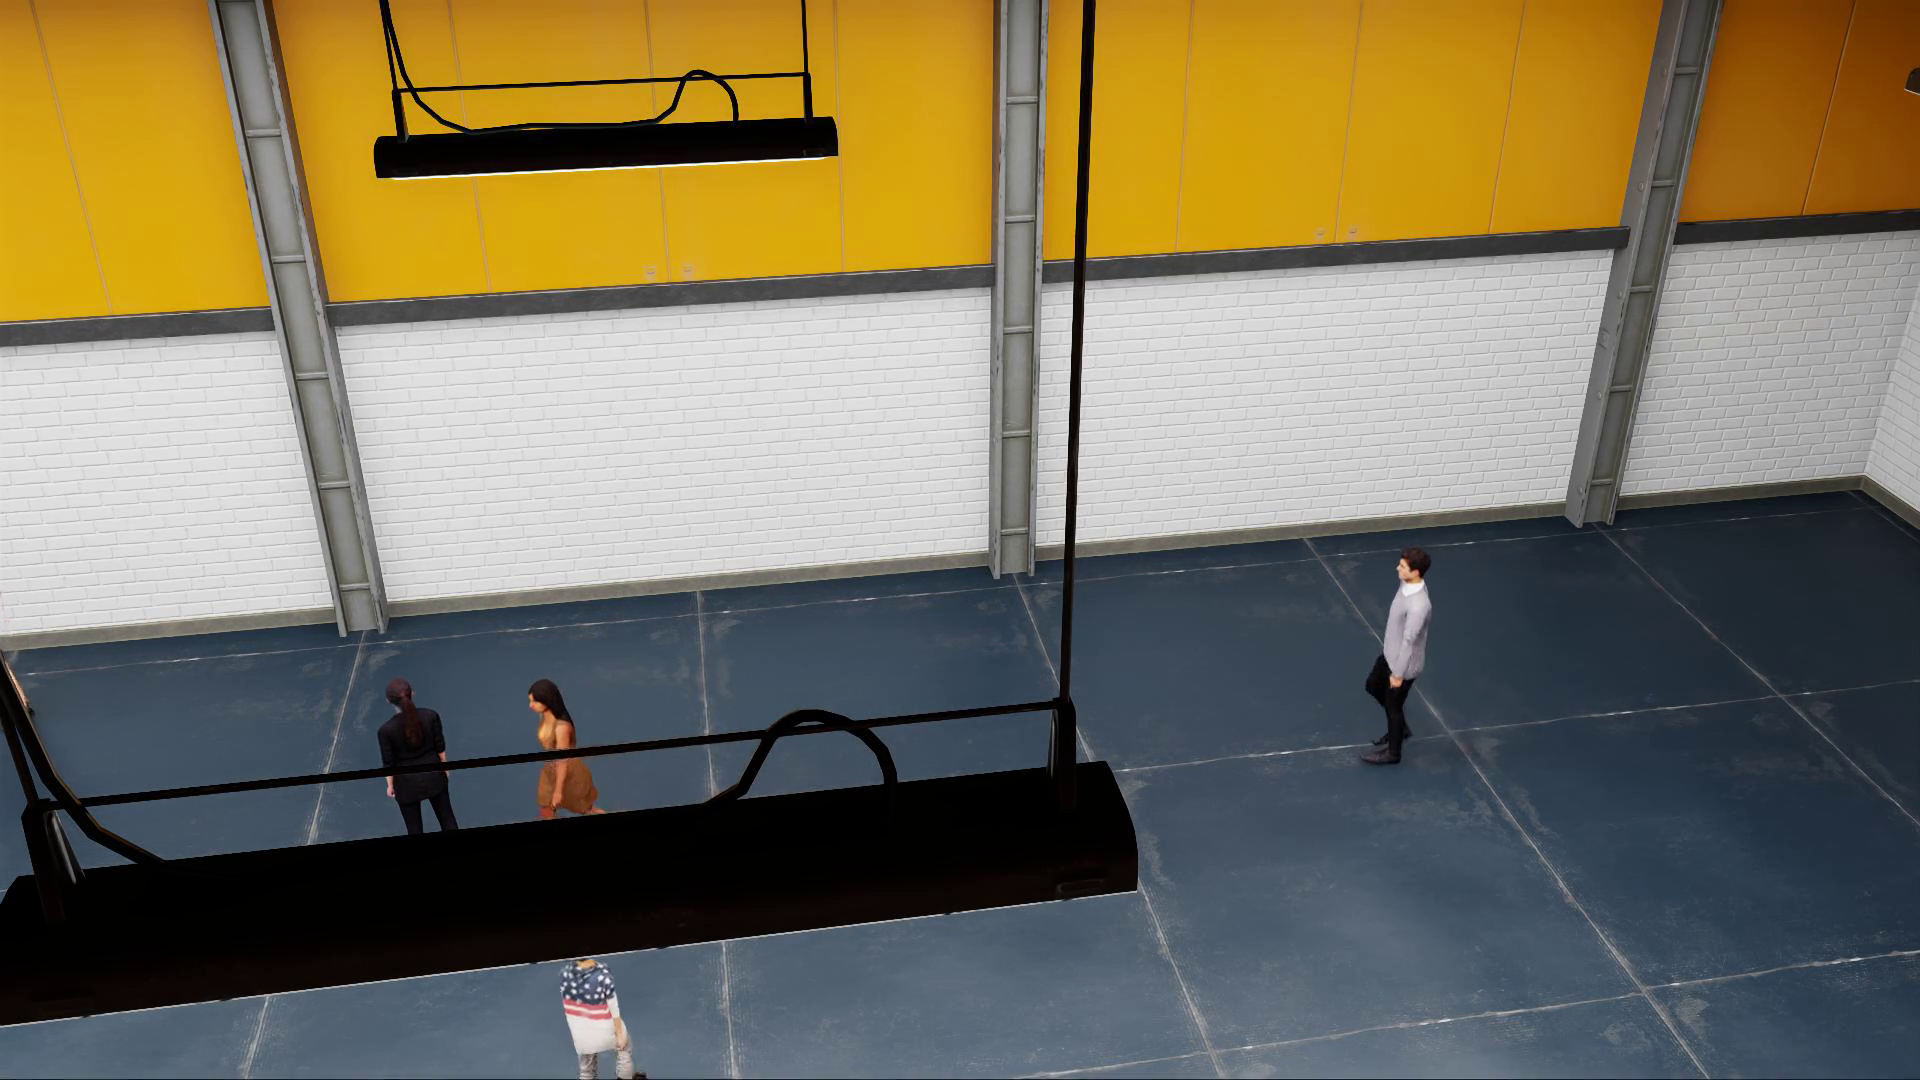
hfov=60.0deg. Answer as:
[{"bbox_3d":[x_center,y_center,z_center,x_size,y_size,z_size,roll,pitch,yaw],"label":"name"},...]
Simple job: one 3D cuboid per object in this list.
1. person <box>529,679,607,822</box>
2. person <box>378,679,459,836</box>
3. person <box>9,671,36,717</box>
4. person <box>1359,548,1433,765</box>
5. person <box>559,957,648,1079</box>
[{"bbox_3d":[-2.718,1.674,11.769,1.081,1.648,0.907,-21,35,-33],"label":"person"},{"bbox_3d":[-3.805,1.698,11.709,0.624,1.663,0.741,-18,33,-29],"label":"person"},{"bbox_3d":[-7.913,0.785,13.277,0.823,1.763,0.641,-1,29,-2],"label":"person"},{"bbox_3d":[3.504,0.920,12.876,0.741,1.912,0.796,1,29,1],"label":"person"},{"bbox_3d":[-2.171,2.893,9.765,0.722,1.427,0.739,7,29,13],"label":"person"}]
